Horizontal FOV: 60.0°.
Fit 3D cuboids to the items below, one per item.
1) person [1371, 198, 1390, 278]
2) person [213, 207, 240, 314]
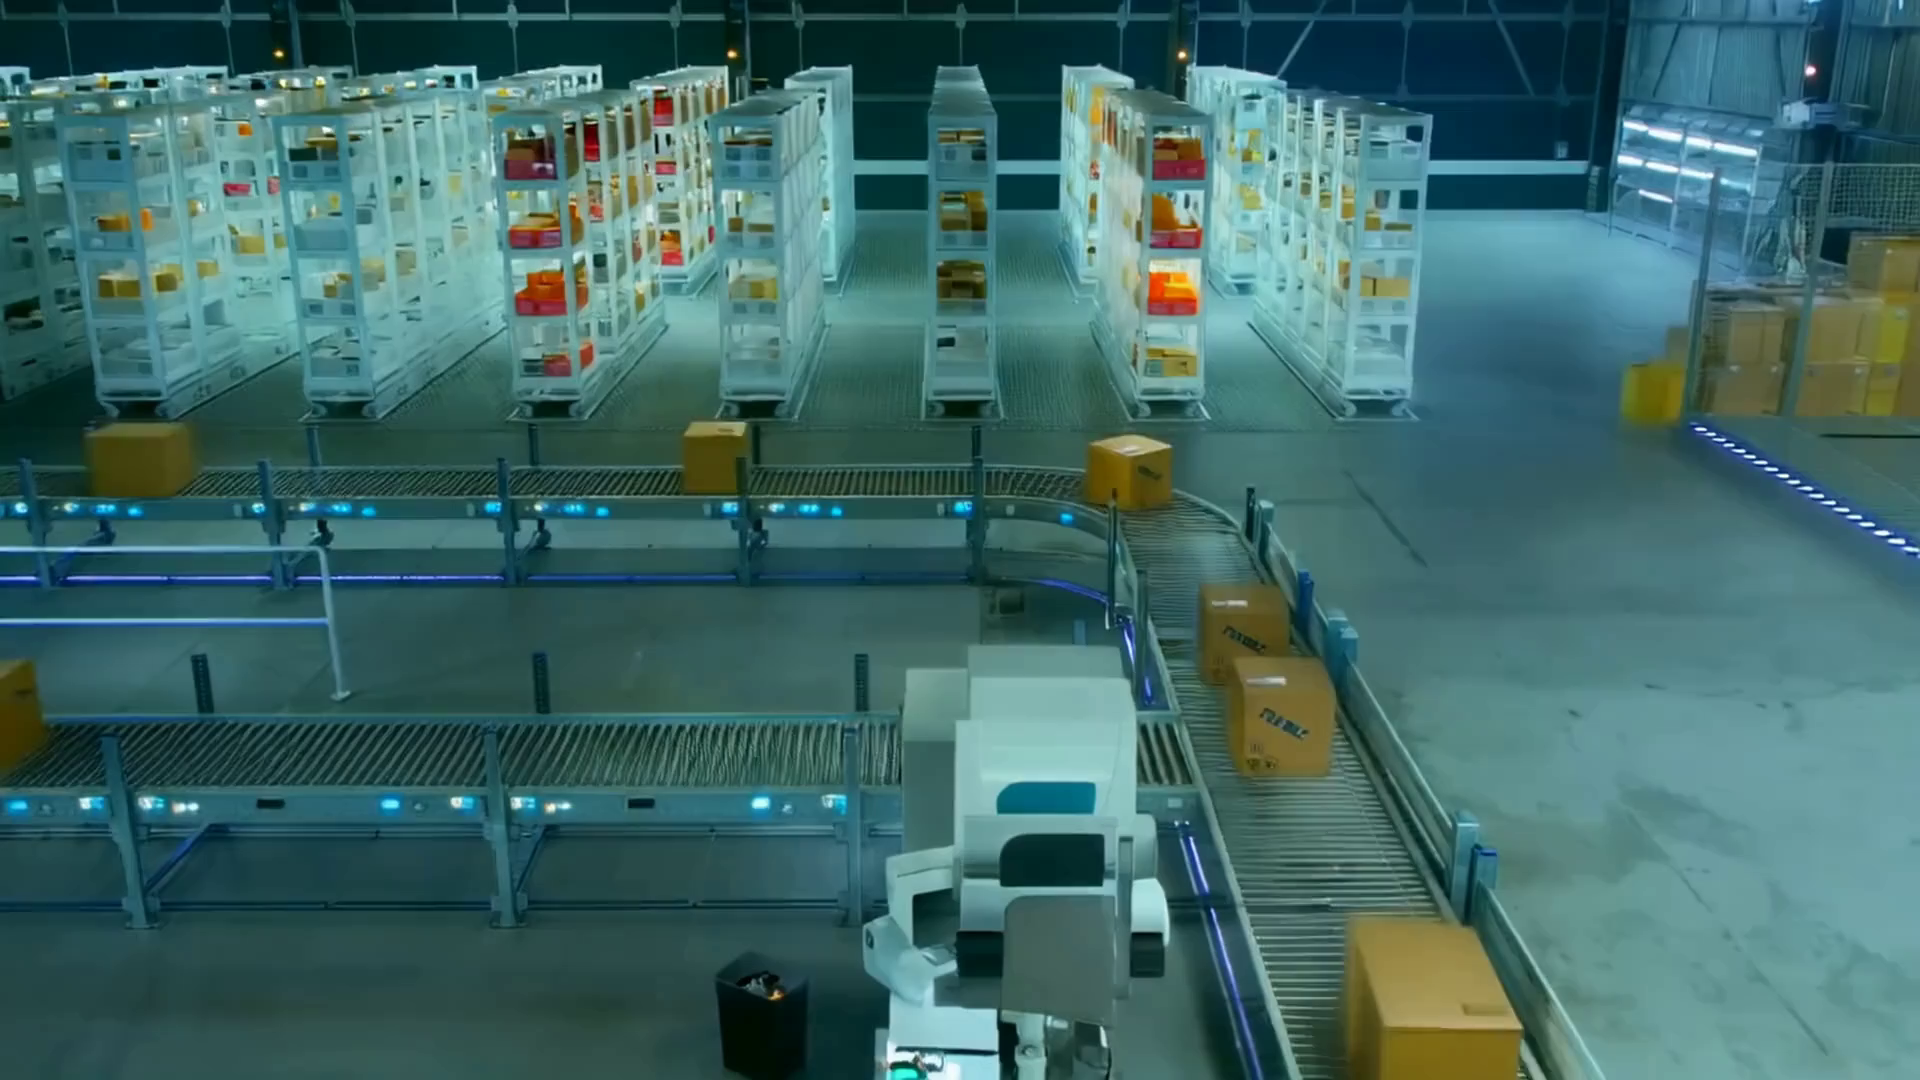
[{"bbox_3d":[6.793,-4.597,26.841,0.575,1.826,0.560,-2,18,-6],"label":"person"},{"bbox_3d":[-11.742,-4.552,26.732,0.411,1.821,0.608,-13,22,-35],"label":"person"}]
